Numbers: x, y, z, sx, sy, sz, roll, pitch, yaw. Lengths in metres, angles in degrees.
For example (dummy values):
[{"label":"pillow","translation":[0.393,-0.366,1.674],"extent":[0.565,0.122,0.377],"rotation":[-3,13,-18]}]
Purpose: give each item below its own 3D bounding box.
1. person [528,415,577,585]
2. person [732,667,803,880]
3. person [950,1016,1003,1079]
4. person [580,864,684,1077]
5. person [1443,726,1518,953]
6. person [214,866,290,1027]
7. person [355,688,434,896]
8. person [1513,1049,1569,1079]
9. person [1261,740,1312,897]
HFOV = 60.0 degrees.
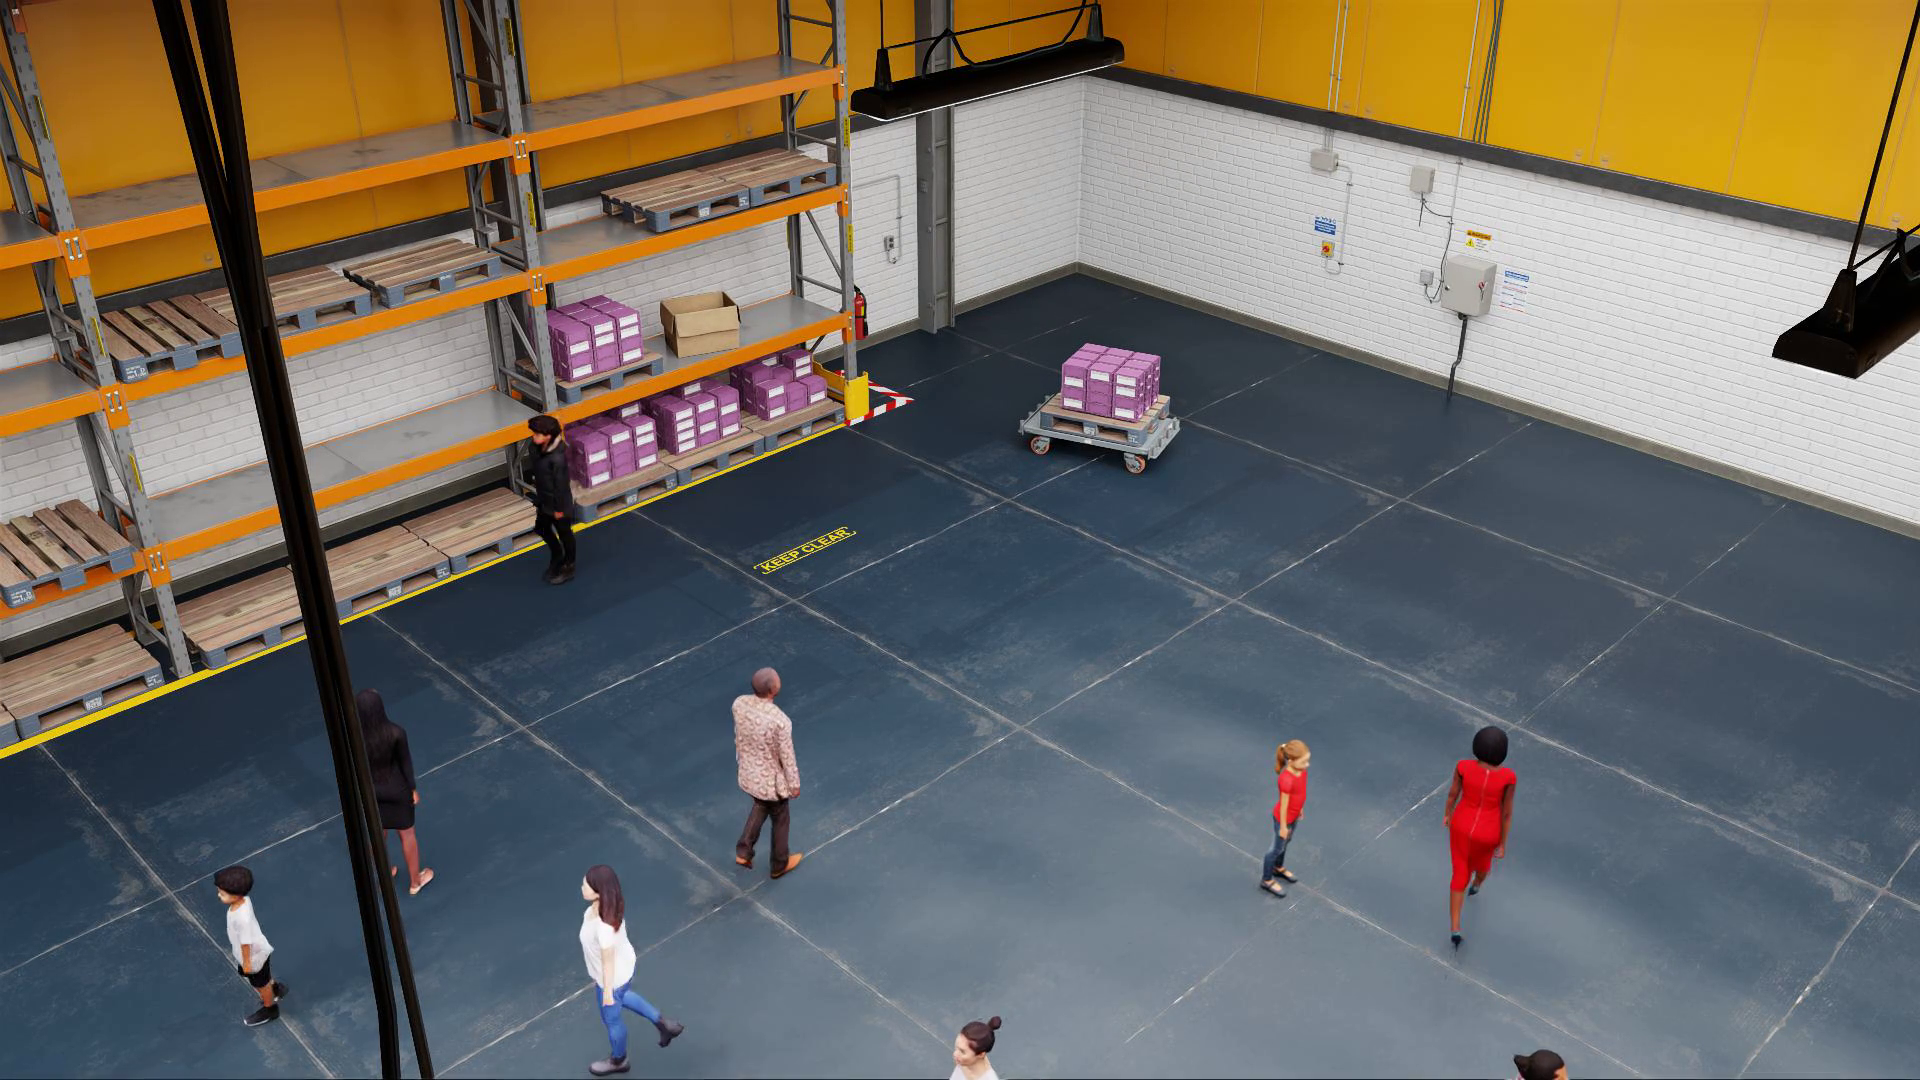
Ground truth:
[{"label":"person","translation":[-3.840,-0.419,16.013],"extent":[0.560,1.771,0.632],"rotation":[-24,36,-36]},{"label":"person","translation":[-1.458,1.740,12.037],"extent":[0.771,1.789,0.826],"rotation":[19,34,30]},{"label":"person","translation":[0.160,3.289,9.389],"extent":[0.634,1.605,0.637],"rotation":[-15,32,-25]},{"label":"person","translation":[-2.076,2.698,10.400],"extent":[0.967,1.674,0.897],"rotation":[-1,29,-2]},{"label":"person","translation":[3.536,2.092,11.473],"extent":[0.873,1.710,1.120],"rotation":[11,30,19]},{"label":"person","translation":[-4.608,2.648,10.935],"extent":[0.590,1.250,0.549],"rotation":[-15,32,-25]},{"label":"person","translation":[-4.131,1.805,11.987],"extent":[0.668,1.722,0.695],"rotation":[4,29,7]},{"label":"person","translation":[2.982,3.417,9.004],"extent":[1.127,1.750,1.135],"rotation":[4,29,8]},{"label":"person","translation":[2.368,1.988,12.088],"extent":[0.550,1.305,0.436],"rotation":[19,34,31]}]
